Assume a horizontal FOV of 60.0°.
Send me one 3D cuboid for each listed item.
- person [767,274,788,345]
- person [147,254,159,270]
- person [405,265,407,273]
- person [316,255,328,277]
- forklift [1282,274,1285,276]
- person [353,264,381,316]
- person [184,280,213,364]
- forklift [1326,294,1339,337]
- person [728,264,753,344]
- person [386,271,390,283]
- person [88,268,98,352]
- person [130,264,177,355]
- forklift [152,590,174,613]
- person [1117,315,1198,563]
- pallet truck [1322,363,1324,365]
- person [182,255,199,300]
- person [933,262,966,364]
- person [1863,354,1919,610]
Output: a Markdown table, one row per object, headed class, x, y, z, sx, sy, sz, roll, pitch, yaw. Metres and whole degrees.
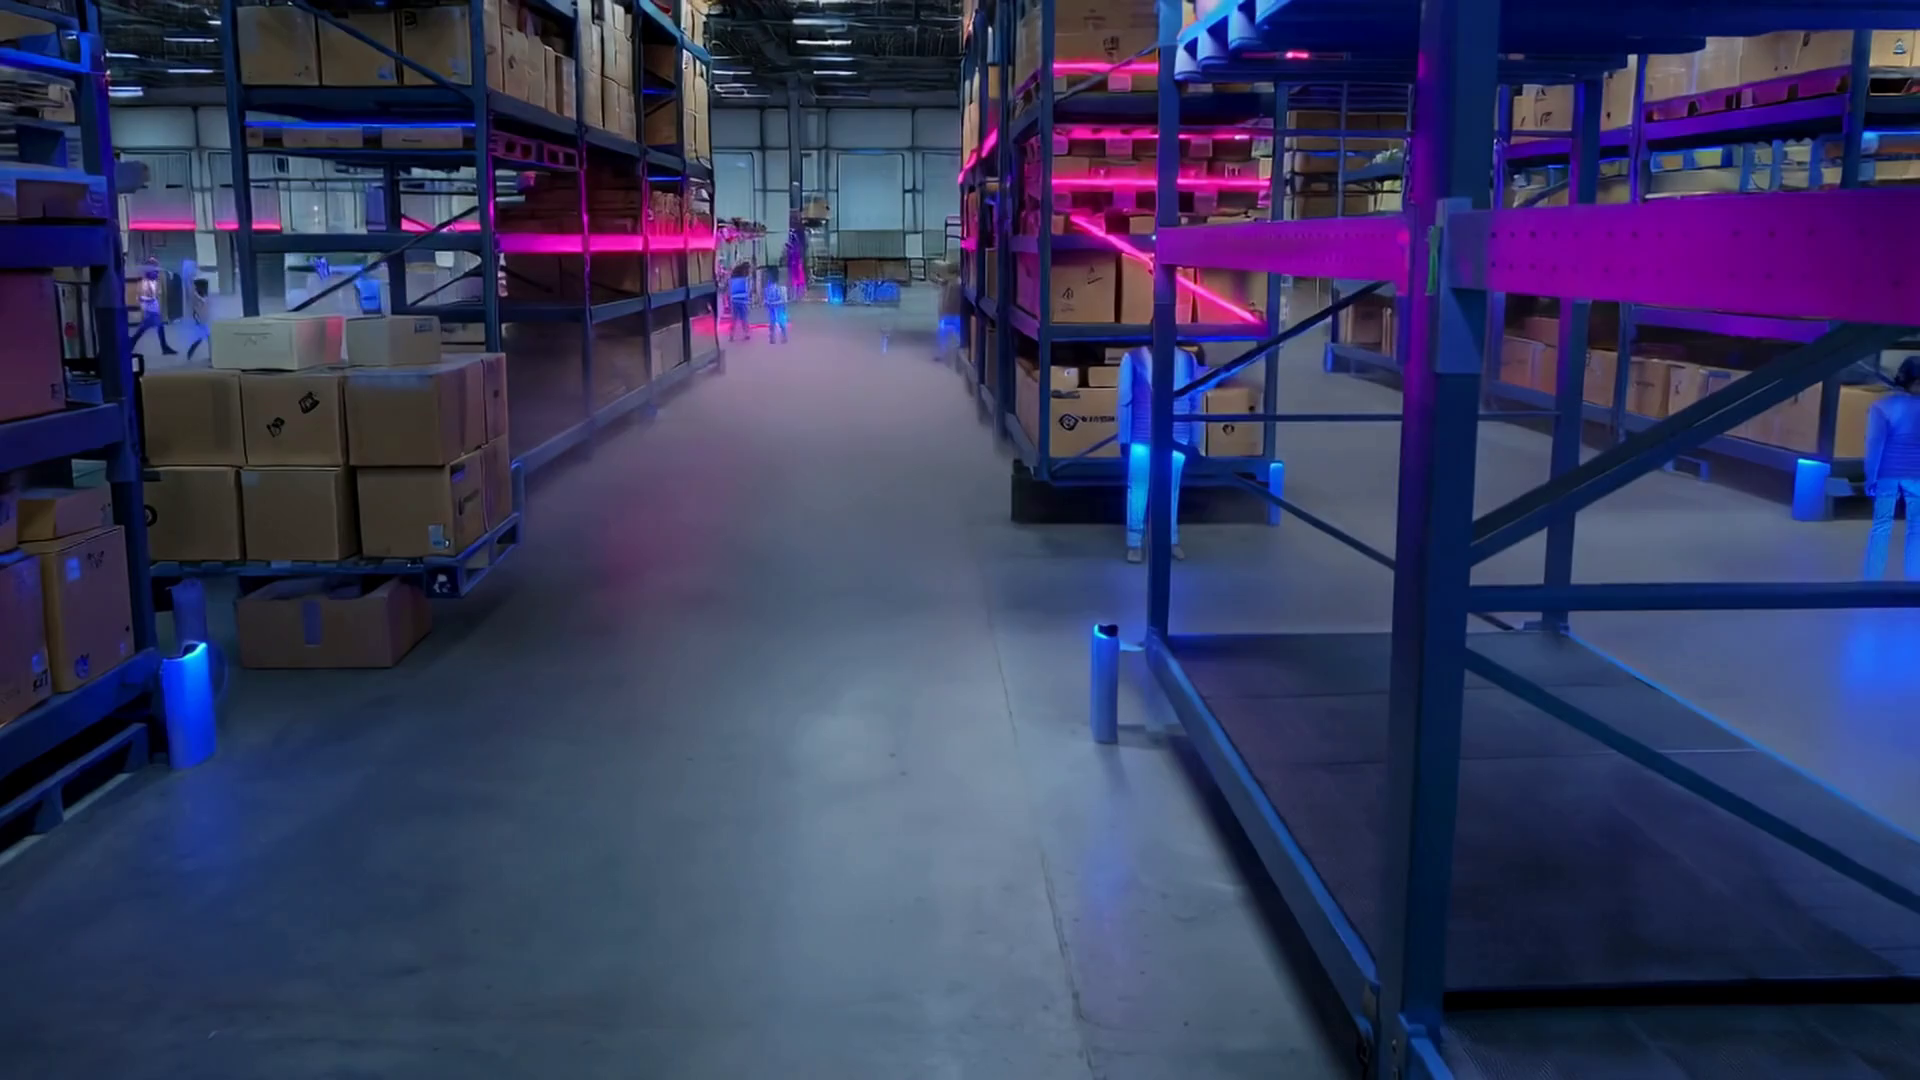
| class | x | y | z | sx | sy | sz | roll | pitch | yaw |
| --- | --- | --- | --- | --- | --- | --- | --- | --- | --- |
| person | -4.178 | -5.308 | 38.211 | 0.511 | 1.611 | 0.706 | 2 | 10 | 12 |
| person | -27.205 | -8.684 | 56.127 | 0.358 | 1.937 | 0.548 | -6 | 12 | -29 |
| person | -21.015 | -9.763 | 62.437 | 0.455 | 1.828 | 0.657 | 6 | 12 | 31 |
| person | -20.063 | -8.057 | 52.740 | 0.968 | 1.892 | 0.647 | 0 | 10 | -1 |
| forklift | 11.395 | -10.054 | 61.131 | 1.873 | 2.768 | 1.129 | -4 | 11 | -19 |
| person | -12.315 | -4.822 | 34.758 | 0.615 | 1.885 | 0.612 | 8 | 13 | 37 |
| person | -14.008 | -3.980 | 30.739 | 0.889 | 1.659 | 0.534 | 2 | 10 | 9 |
| forklift | 9.752 | -6.140 | 39.328 | 1.873 | 2.768 | 1.129 | 0 | 10 | -2 |
| person | -5.059 | -5.459 | 38.435 | 0.573 | 1.851 | 0.887 | 2 | 10 | 11 |
| person | -18.777 | -8.391 | 55.194 | 0.549 | 1.688 | 0.323 | -9 | 14 | -42 |
| person | -18.254 | -4.898 | 35.220 | 0.328 | 1.872 | 0.510 | -4 | 11 | -21 |
| person | -16.748 | -4.730 | 34.229 | 0.944 | 1.905 | 0.556 | -1 | 10 | -3 |
| forklift | -5.858 | -0.811 | 9.639 | 1.873 | 2.768 | 1.129 | -1 | 10 | -3 |
| person | 1.461 | -0.751 | 12.197 | 0.620 | 1.845 | 0.430 | -2 | 10 | -13 |
| pallet truck | 7.712 | -4.157 | 30.737 | 1.885 | 1.965 | 0.823 | 3 | 11 | 16 |
| person | -30.642 | -10.426 | 66.240 | 0.880 | 1.810 | 0.629 | 3 | 11 | 16 |
| person | -0.177 | -4.350 | 31.947 | 0.961 | 1.938 | 0.674 | -5 | 11 | -26 |
| person | 6.058 | -0.374 | 10.676 | 0.282 | 1.633 | 0.501 | -10 | 14 | -43 |
